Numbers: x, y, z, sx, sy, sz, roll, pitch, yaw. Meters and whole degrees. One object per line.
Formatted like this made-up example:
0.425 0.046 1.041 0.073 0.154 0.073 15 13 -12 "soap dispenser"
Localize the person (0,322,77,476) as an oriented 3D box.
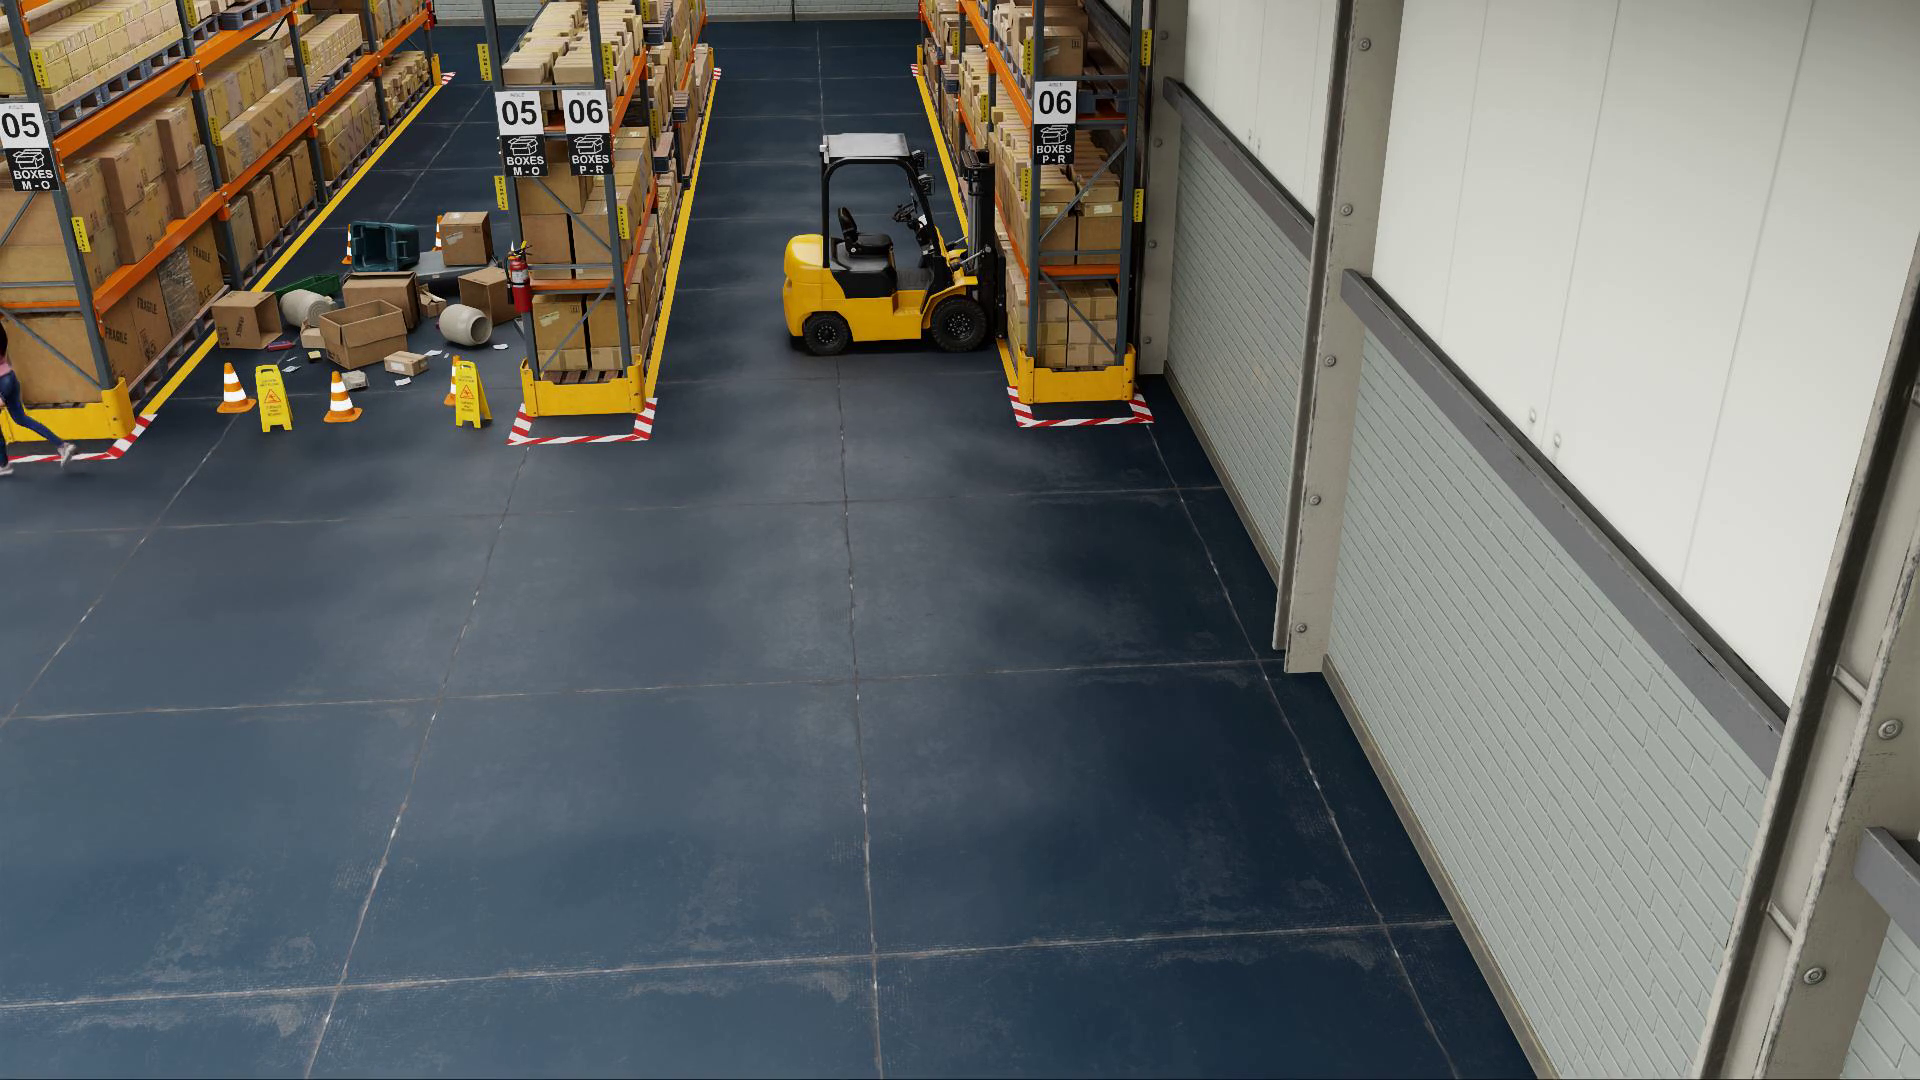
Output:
-8.552 -1.378 14.986 0.690 1.720 1.022 -1 27 -1 "person"
